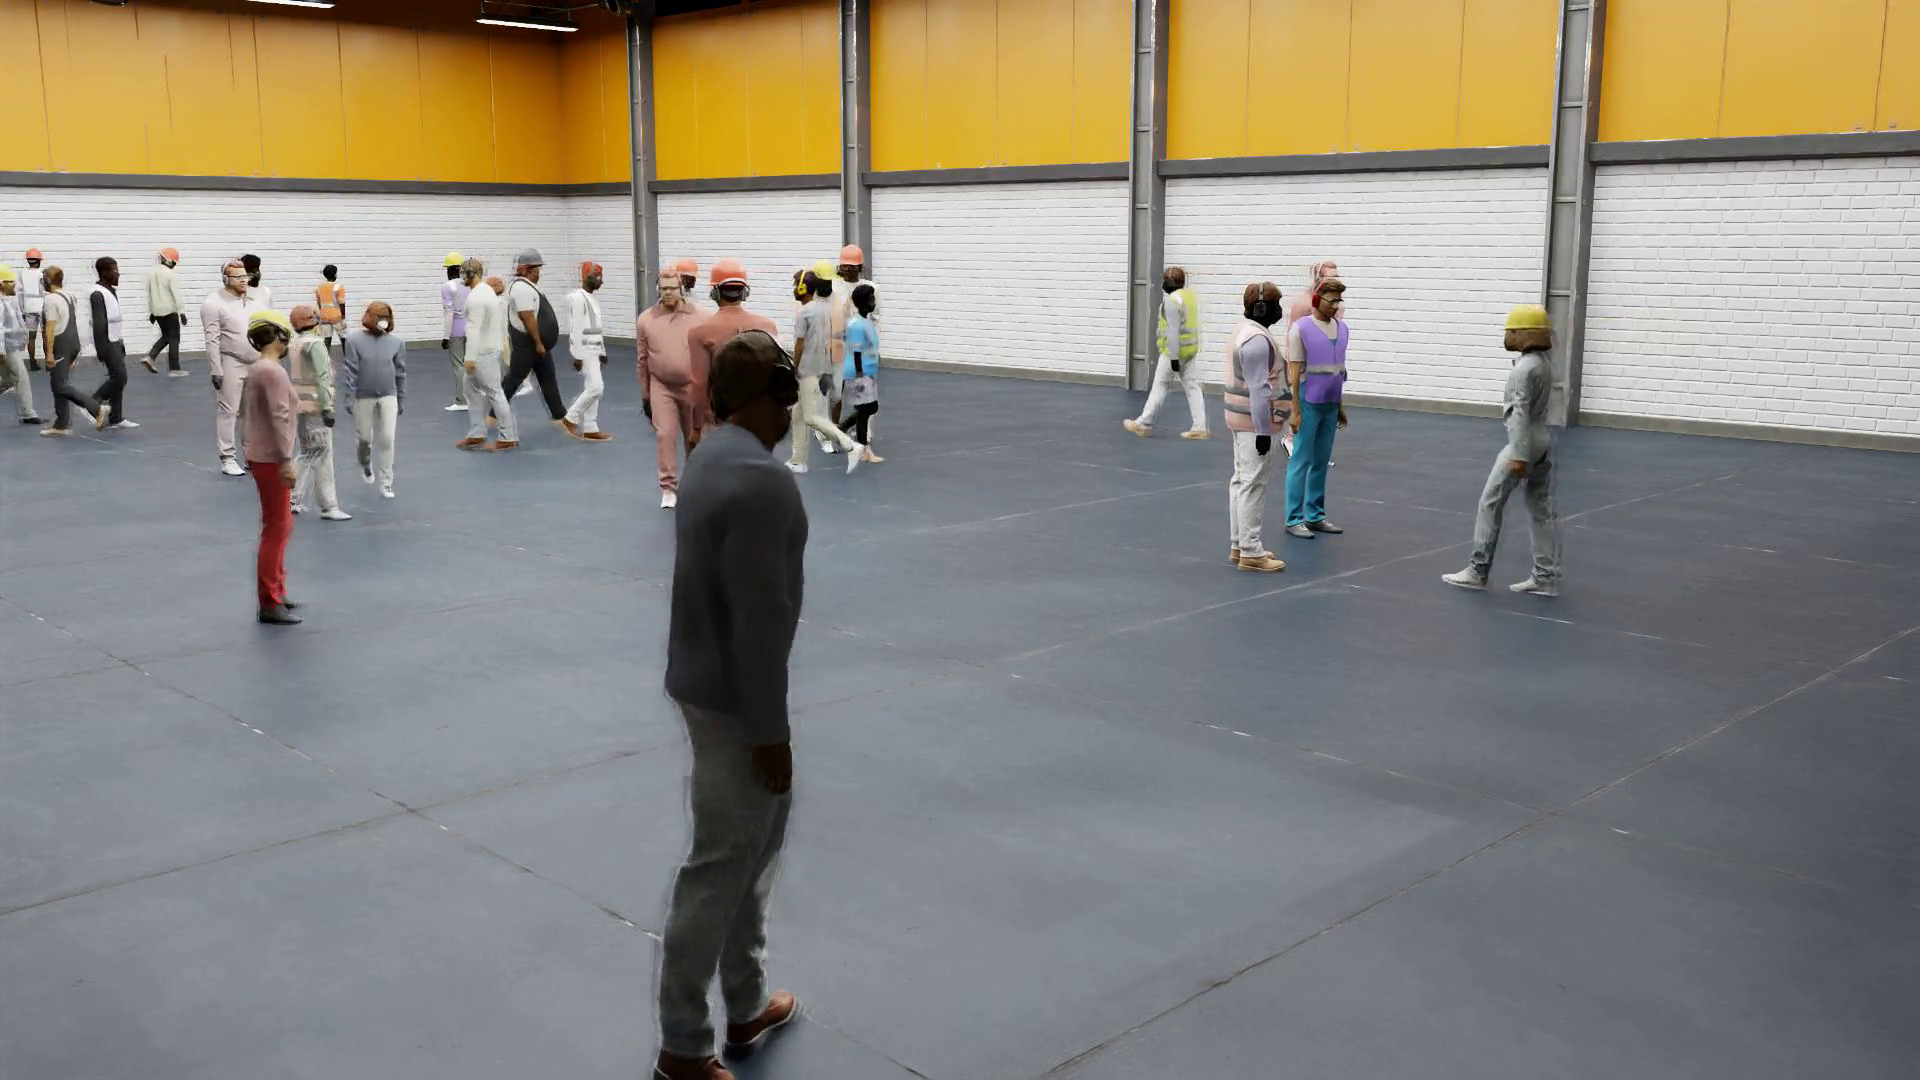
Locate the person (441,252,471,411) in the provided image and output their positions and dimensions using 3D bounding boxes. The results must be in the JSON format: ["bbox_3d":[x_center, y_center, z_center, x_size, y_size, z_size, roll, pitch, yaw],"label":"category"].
[{"bbox_3d":[-6.105,-2.531,20.253,0.372,1.925,0.596,4,11,22],"label":"person"}]

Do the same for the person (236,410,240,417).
[{"bbox_3d":[-8.252,-2.232,19.524,0.795,1.601,0.537,0,10,1],"label":"person"}]

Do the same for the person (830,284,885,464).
[{"bbox_3d":[-0.977,-1.552,15.582,0.499,1.687,0.537,2,11,9],"label":"person"}]

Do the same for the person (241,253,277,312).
[{"bbox_3d":[-7.771,-2.210,18.501,0.729,1.922,0.714,4,11,19],"label":"person"}]

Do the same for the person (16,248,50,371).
[{"bbox_3d":[-14.522,-3.623,26.211,0.545,1.929,0.389,0,10,1],"label":"person"}]

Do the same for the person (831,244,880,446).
[{"bbox_3d":[-1.099,-1.966,16.880,0.605,2.036,0.393,-3,11,-14],"label":"person"}]

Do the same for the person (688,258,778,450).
[{"bbox_3d":[-1.405,-0.745,10.332,0.622,1.992,0.396,-6,12,-32],"label":"person"}]

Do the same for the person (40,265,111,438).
[{"bbox_3d":[-9.404,-1.984,17.566,0.662,1.822,0.549,-1,10,-7],"label":"person"}]

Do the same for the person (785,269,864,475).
[{"bbox_3d":[-1.279,-1.482,14.794,0.820,1.839,0.518,2,11,11],"label":"person"}]

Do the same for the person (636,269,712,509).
[{"bbox_3d":[-2.263,-1.233,13.337,0.638,1.876,0.903,-1,10,-7],"label":"person"}]

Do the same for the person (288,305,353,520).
[{"bbox_3d":[-4.902,-0.947,12.481,0.429,1.610,0.616,-8,13,-37],"label":"person"}]

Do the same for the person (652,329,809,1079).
[{"bbox_3d":[-0.595,0.433,4.205,0.471,1.897,0.693,-3,11,-16],"label":"person"}]

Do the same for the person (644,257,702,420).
[{"bbox_3d":[-3.035,-2.077,17.873,0.850,1.905,0.573,5,12,26],"label":"person"}]

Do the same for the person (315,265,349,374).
[{"bbox_3d":[-9.612,-3.400,25.656,0.552,1.669,0.697,3,11,16],"label":"person"}]

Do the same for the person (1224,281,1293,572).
[{"bbox_3d":[1.908,-0.726,10.647,0.429,1.843,0.629,0,10,0],"label":"person"}]

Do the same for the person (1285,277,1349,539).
[{"bbox_3d":[2.534,-0.938,11.812,0.566,1.836,0.395,-8,13,-38],"label":"person"}]

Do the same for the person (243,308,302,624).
[{"bbox_3d":[-3.817,-0.417,9.276,0.321,1.723,0.664,-7,12,-33],"label":"person"}]

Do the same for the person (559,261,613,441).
[{"bbox_3d":[-3.852,-1.935,17.178,0.435,1.863,0.591,0,10,0],"label":"person"}]

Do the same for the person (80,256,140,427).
[{"bbox_3d":[-9.408,-2.165,18.342,0.474,1.906,0.598,-3,11,-16],"label":"person"}]

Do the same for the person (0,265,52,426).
[{"bbox_3d":[-10.714,-2.158,18.559,0.811,1.806,0.607,-4,11,-22],"label":"person"}]

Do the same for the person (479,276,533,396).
[{"bbox_3d":[-6.110,-2.702,22.099,0.833,1.593,0.510,-4,11,-23],"label":"person"}]

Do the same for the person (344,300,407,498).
[{"bbox_3d":[-4.817,-1.172,13.689,0.515,1.613,0.634,-6,12,-30],"label":"person"}]

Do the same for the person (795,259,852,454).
[{"bbox_3d":[-1.378,-1.831,16.535,0.613,1.899,0.787,-6,12,-30],"label":"person"}]

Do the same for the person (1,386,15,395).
[{"bbox_3d":[-12.946,-2.906,22.061,0.800,2.013,0.612,-6,12,-29],"label":"person"}]

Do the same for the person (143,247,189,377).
[{"bbox_3d":[-11.995,-3.430,25.082,0.663,1.950,0.588,6,12,31],"label":"person"}]

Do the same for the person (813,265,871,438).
[{"bbox_3d":[-1.259,-2.008,17.673,0.951,1.819,0.562,10,14,44],"label":"person"}]

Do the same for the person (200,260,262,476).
[{"bbox_3d":[-6.440,-1.540,14.909,0.400,1.907,0.644,4,11,23],"label":"person"}]

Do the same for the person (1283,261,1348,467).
[{"bbox_3d":[3.326,-1.606,15.305,0.643,1.895,0.414,-10,14,-44],"label":"person"}]

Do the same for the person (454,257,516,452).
[{"bbox_3d":[-4.762,-1.814,16.387,0.758,1.901,0.765,-1,10,-7],"label":"person"}]

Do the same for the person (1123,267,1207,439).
[{"bbox_3d":[2.206,-1.960,17.500,0.951,1.793,0.647,7,13,34],"label":"person"}]

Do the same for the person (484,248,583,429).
[{"bbox_3d":[-4.772,-2.229,18.301,1.022,2.000,0.677,-1,10,-5],"label":"person"}]

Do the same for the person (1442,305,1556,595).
[{"bbox_3d":[3.266,-0.537,9.939,0.750,1.713,0.516,8,13,36],"label":"person"}]
